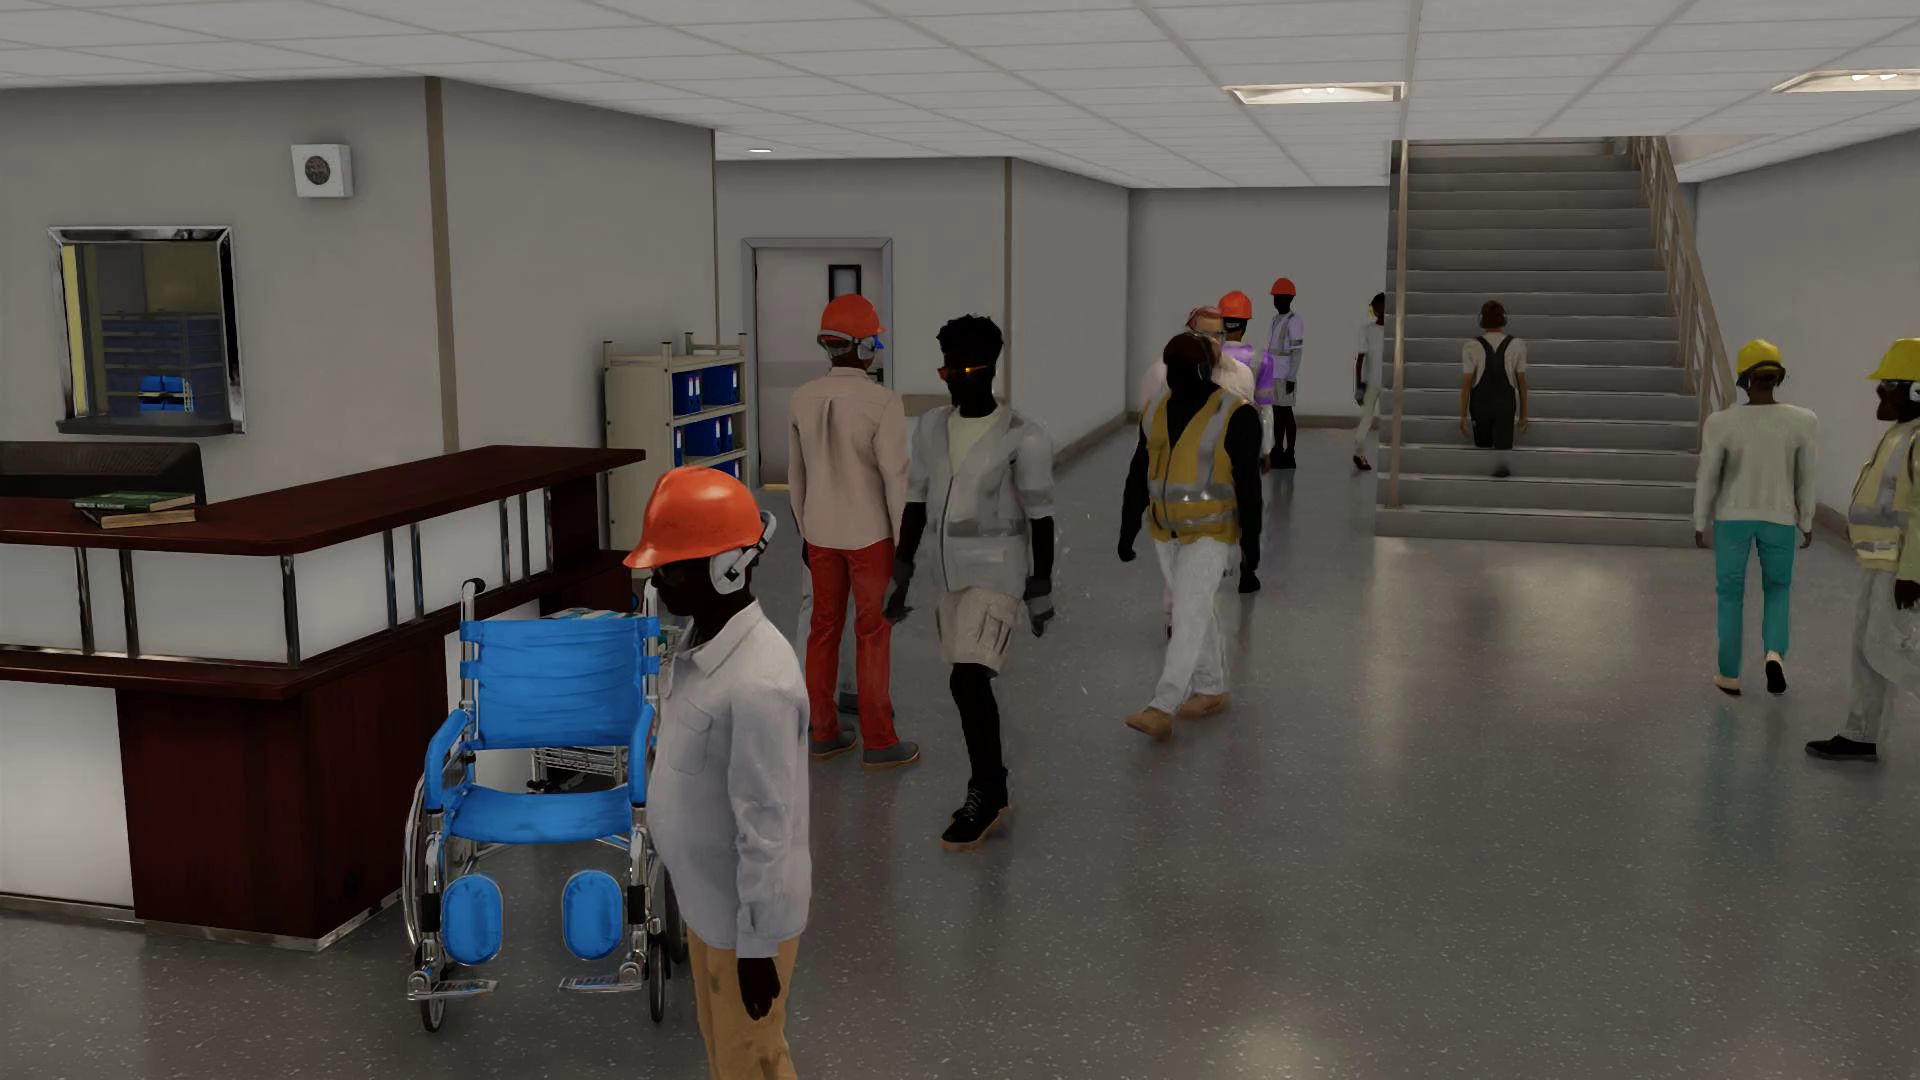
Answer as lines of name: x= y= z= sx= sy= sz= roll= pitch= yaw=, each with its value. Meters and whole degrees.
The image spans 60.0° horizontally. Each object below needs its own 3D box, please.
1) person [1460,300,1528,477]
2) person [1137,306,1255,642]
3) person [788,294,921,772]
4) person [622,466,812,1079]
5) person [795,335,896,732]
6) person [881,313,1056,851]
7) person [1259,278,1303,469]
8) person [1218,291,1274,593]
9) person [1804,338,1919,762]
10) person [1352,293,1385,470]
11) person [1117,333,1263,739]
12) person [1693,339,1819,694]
person: x=4.315 y=-1.021 z=13.425 sx=0.539 sy=1.809 sz=0.786 roll=2 pitch=10 yaw=13
person: x=1.341 y=-0.335 z=9.153 sx=0.643 sy=1.877 sz=0.744 roll=-2 pitch=10 yaw=-14
person: x=-0.447 y=-0.026 z=6.990 sx=0.611 sy=1.997 sz=0.375 roll=6 pitch=12 yaw=33
person: x=-0.489 y=0.713 z=3.385 sx=0.352 sy=1.743 sz=0.564 roll=-4 pitch=10 yaw=-21
person: x=-0.514 y=-0.082 z=7.521 sx=0.423 sy=1.939 sz=0.602 roll=6 pitch=12 yaw=33
person: x=-0.008 y=0.154 z=6.100 sx=0.679 sy=1.940 sz=0.612 roll=-9 pitch=13 yaw=-43
person: x=3.276 y=-1.697 z=16.993 sx=0.342 sy=1.941 sz=0.551 roll=-3 pitch=10 yaw=-15
person: x=1.731 y=-0.623 z=10.684 sx=0.553 sy=1.935 sz=0.361 roll=2 pitch=10 yaw=12
person: x=3.959 y=0.074 z=6.925 sx=0.593 sy=1.820 sz=0.606 roll=3 pitch=10 yaw=15
person: x=4.142 y=-1.543 z=16.501 sx=0.543 sy=1.818 sz=0.996 roll=-2 pitch=10 yaw=-9
person: x=0.958 y=-0.020 z=7.511 sx=0.899 sy=1.802 sz=0.663 roll=-8 pitch=13 yaw=-41
person: x=3.855 y=-0.094 z=8.077 sx=0.549 sy=1.752 sz=0.443 roll=2 pitch=10 yaw=14
